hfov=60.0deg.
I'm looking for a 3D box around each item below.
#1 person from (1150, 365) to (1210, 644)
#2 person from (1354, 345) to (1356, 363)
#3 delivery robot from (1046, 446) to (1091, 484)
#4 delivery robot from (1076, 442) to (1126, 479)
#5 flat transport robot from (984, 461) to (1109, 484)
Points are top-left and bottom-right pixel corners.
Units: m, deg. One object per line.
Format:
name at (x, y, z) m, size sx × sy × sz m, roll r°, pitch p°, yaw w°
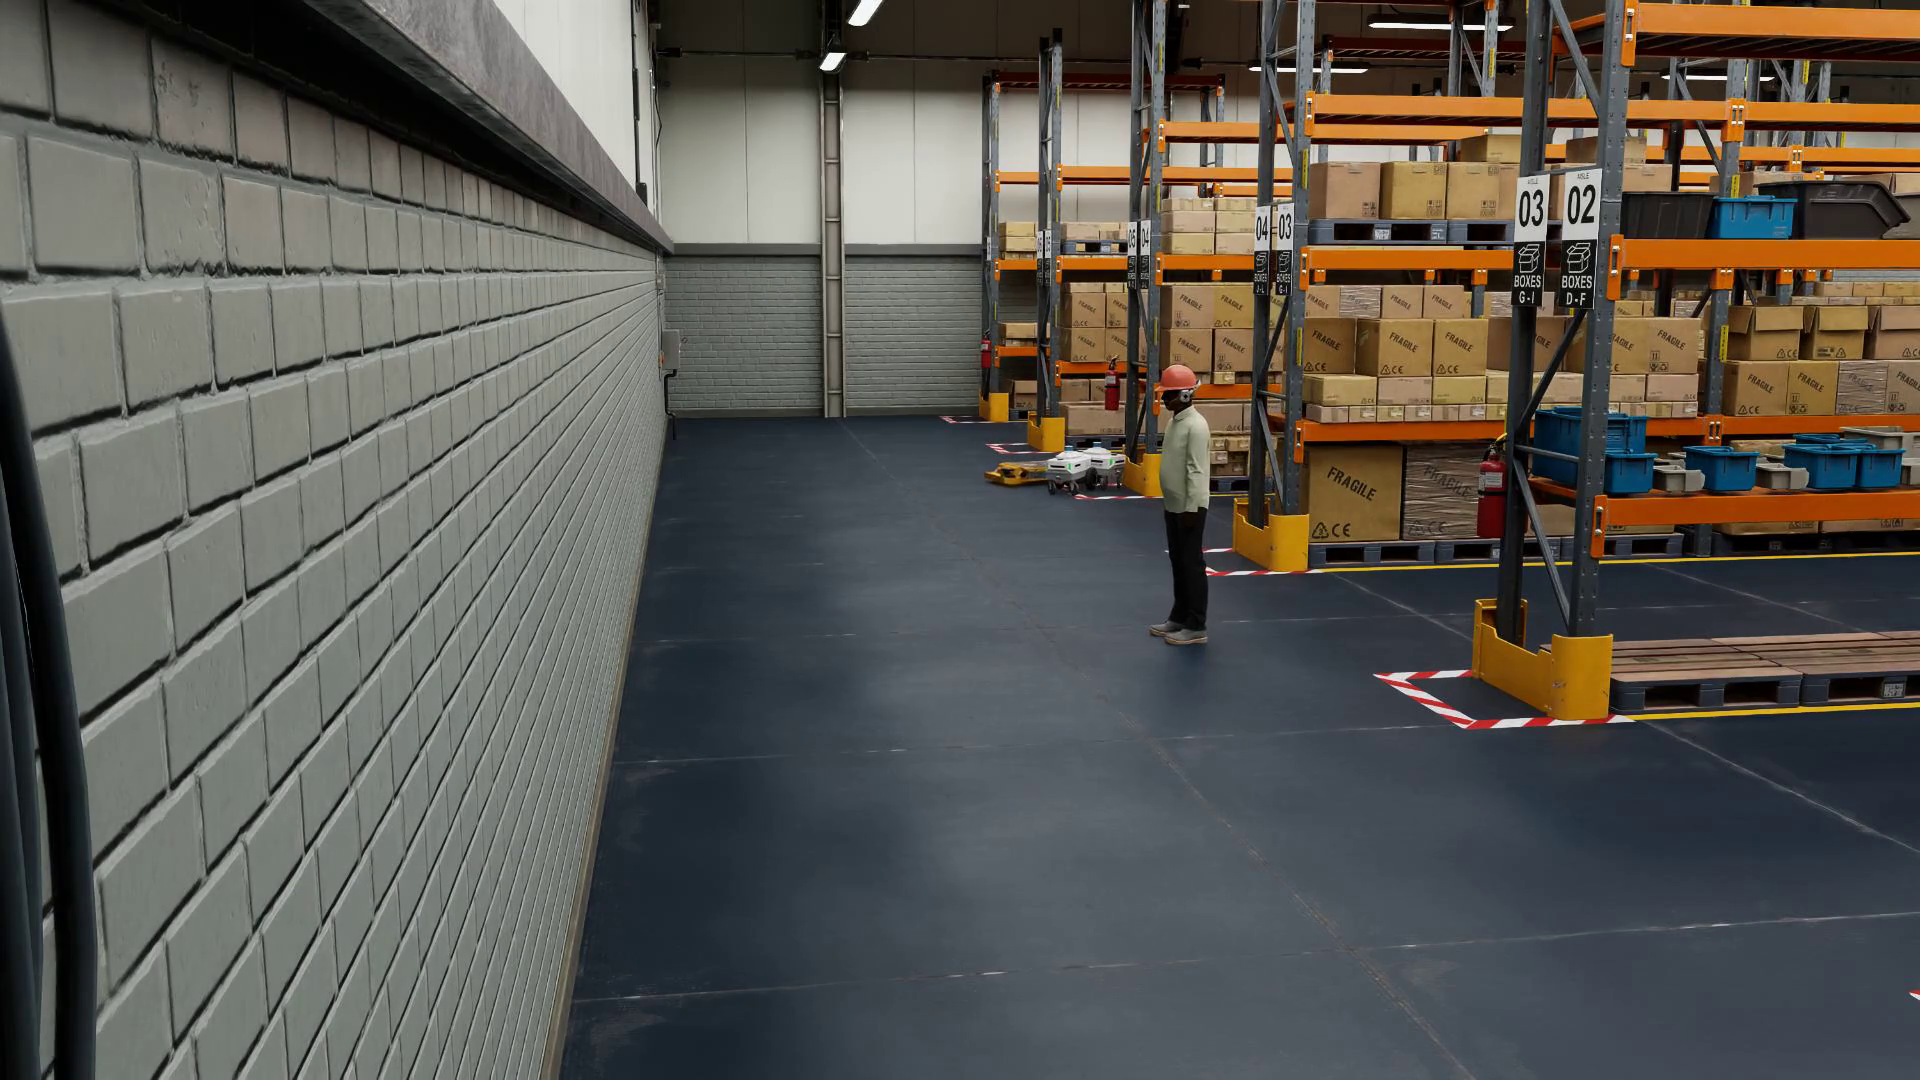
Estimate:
person at (1.575, -0.255, 11.888) m, size 0.402 × 1.988 × 0.610 m, roll -2°, pitch 9°, yaw -13°
person at (4.191, -1.290, 18.592) m, size 0.511 × 1.880 × 0.629 m, roll 4°, pitch 10°, yaw 24°
delivery robot at (1.297, -0.885, 19.889) m, size 0.477 × 0.478 × 0.707 m, roll 4°, pitch 10°, yaw 25°
delivery robot at (1.674, -0.957, 20.331) m, size 0.707 × 0.478 × 0.477 m, roll 8°, pitch 12°, yaw 41°
flat transport robot at (1.088, -0.867, 20.936) m, size 1.431 × 0.197 × 0.652 m, roll -4°, pitch 10°, yaw -21°
